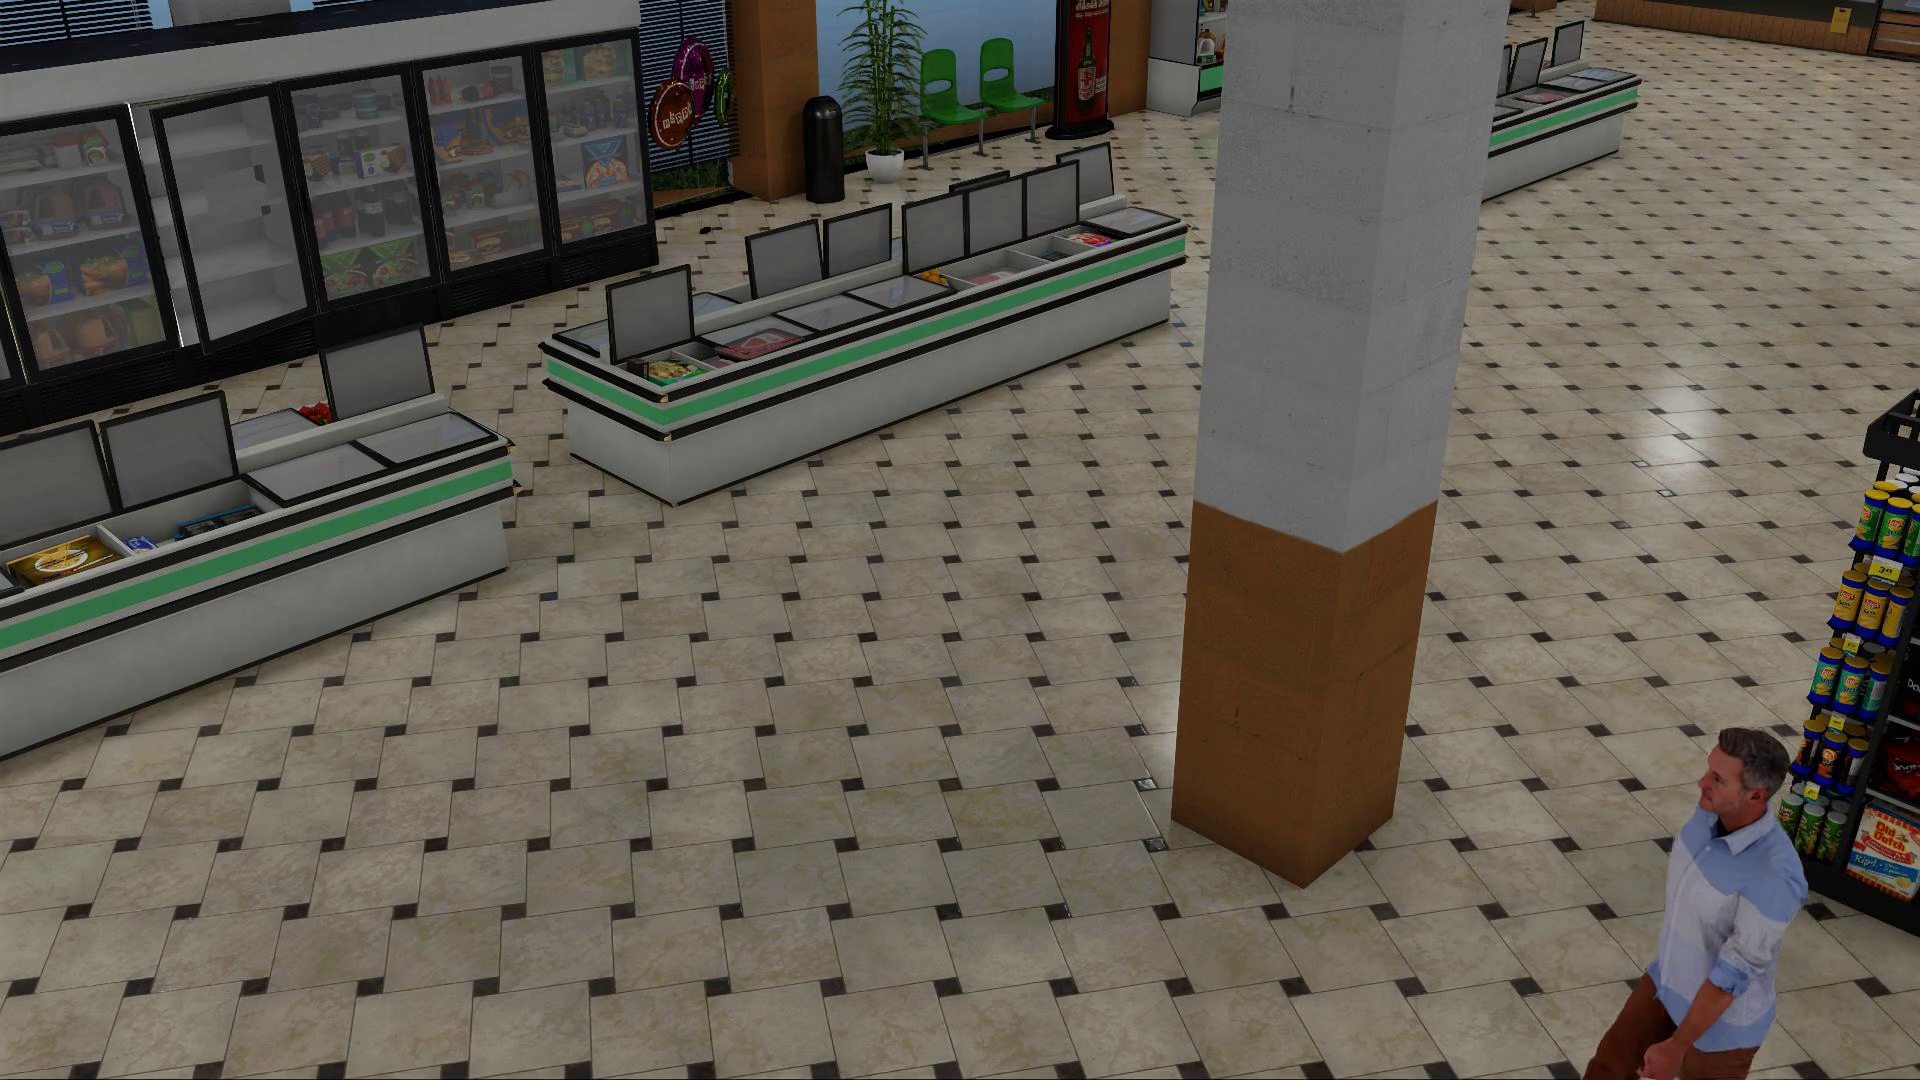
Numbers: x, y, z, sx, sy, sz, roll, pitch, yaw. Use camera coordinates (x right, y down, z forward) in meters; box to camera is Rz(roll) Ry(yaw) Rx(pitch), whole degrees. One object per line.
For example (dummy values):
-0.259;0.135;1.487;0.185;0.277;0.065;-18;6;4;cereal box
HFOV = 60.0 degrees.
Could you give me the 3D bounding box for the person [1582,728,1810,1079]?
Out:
2.320;1.380;5.027;1.139;1.791;1.050;-2;27;-3;person
